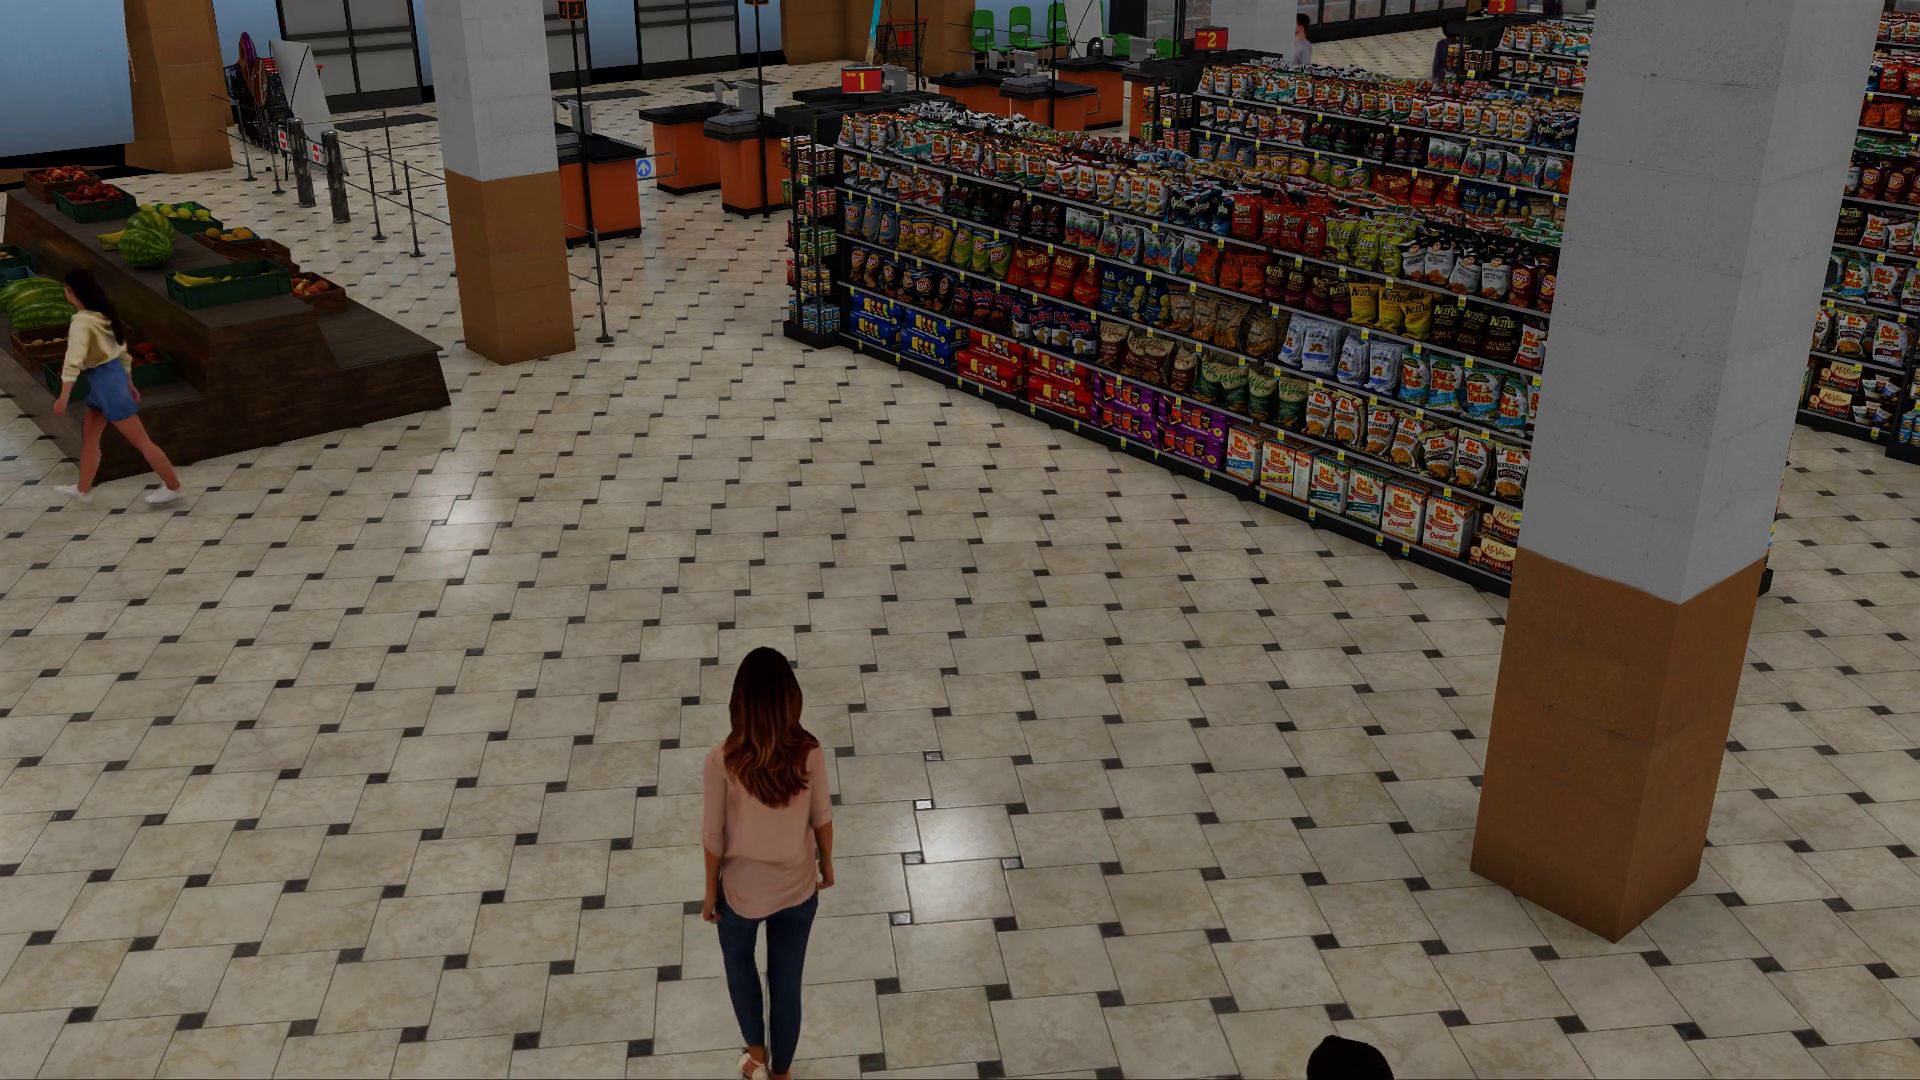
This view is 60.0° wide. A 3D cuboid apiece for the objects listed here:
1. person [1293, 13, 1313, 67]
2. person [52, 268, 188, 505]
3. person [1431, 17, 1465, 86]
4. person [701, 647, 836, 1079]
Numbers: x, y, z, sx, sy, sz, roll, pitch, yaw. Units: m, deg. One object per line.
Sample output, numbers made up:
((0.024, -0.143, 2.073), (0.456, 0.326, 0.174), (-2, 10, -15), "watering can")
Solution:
((4.458, -5.997, 22.021), (0.811, 1.885, 0.661), (-7, 25, -15), "person")
((-5.468, -0.949, 10.864), (1.055, 1.581, 1.123), (-4, 24, -10), "person")
((6.772, -6.379, 23.112), (0.616, 1.710, 0.726), (8, 25, 17), "person")
((-0.640, 1.229, 5.635), (0.729, 1.783, 0.742), (-5, 24, -12), "person")
